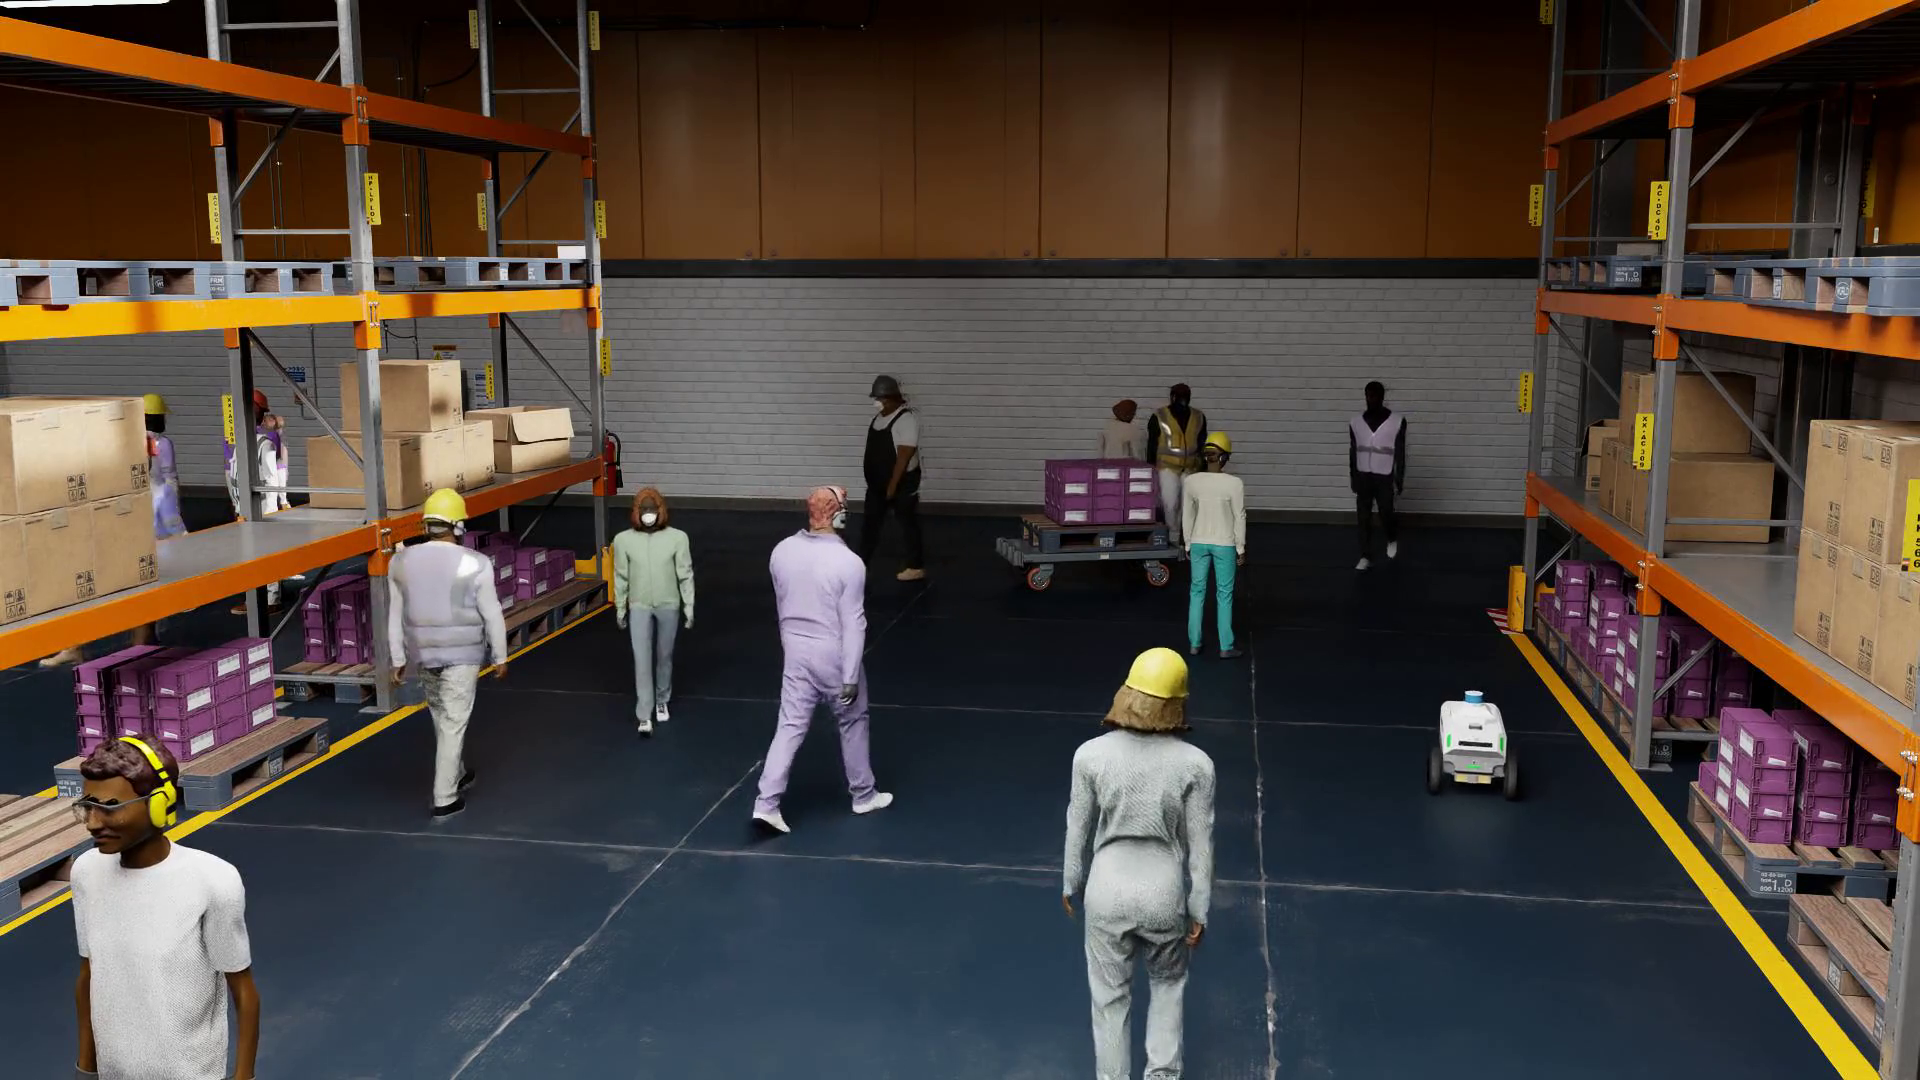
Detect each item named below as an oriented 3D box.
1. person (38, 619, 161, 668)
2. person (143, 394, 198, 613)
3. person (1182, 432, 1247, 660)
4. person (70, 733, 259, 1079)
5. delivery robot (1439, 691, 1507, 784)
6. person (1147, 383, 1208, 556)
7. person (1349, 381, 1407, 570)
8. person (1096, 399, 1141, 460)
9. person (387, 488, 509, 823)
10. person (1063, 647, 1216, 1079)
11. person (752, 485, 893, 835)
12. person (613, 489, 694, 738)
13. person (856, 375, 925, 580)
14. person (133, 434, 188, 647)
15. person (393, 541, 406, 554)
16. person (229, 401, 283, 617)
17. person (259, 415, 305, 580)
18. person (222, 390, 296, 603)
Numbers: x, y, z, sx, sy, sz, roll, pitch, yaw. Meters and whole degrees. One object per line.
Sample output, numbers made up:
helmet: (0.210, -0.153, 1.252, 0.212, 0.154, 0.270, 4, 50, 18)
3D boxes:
person: (-6.580, -0.035, 12.575, 0.751, 2.021, 0.615, -6, 11, -32)
person: (-6.991, -0.312, 14.515, 0.594, 1.926, 0.370, 5, 11, 29)
person: (1.966, 0.046, 12.837, 0.523, 1.761, 0.323, 6, 11, 31)
person: (-2.012, 1.392, 4.188, 0.533, 1.869, 0.311, 2, 9, 13)
delivery robot: (2.968, 1.118, 9.637, 0.477, 0.478, 0.707, 2, 9, 14)
person: (2.324, -0.723, 17.408, 0.641, 1.806, 0.860, -3, 10, -16)
person: (4.223, -0.666, 16.799, 0.600, 1.896, 0.654, 5, 11, 29)
person: (1.707, -0.741, 18.156, 0.541, 1.601, 0.389, 5, 10, 28)
person: (-2.790, 0.606, 9.237, 0.615, 1.796, 0.806, 1, 9, 8)
person: (0.603, 1.218, 5.685, 0.512, 1.721, 0.388, 1, 9, 7)
person: (-0.762, 0.634, 8.885, 0.648, 1.870, 0.959, 6, 11, 32)
person: (-1.979, 0.460, 10.778, 0.512, 1.586, 0.849, -2, 9, -11)
person: (-0.732, -0.595, 15.915, 0.958, 2.000, 0.690, -8, 12, -39)
person: (-5.589, 0.191, 11.533, 0.570, 1.891, 0.959, 2, 9, 11)
person: (-6.085, -0.677, 17.475, 0.533, 1.699, 0.318, -1, 9, -7)
person: (-6.098, -0.264, 14.366, 0.573, 1.883, 0.356, 7, 12, 38)
person: (-6.574, -0.388, 15.930, 0.534, 1.616, 0.542, 4, 10, 26)
person: (-6.297, -0.382, 14.943, 0.542, 1.931, 0.366, 1, 9, 5)
